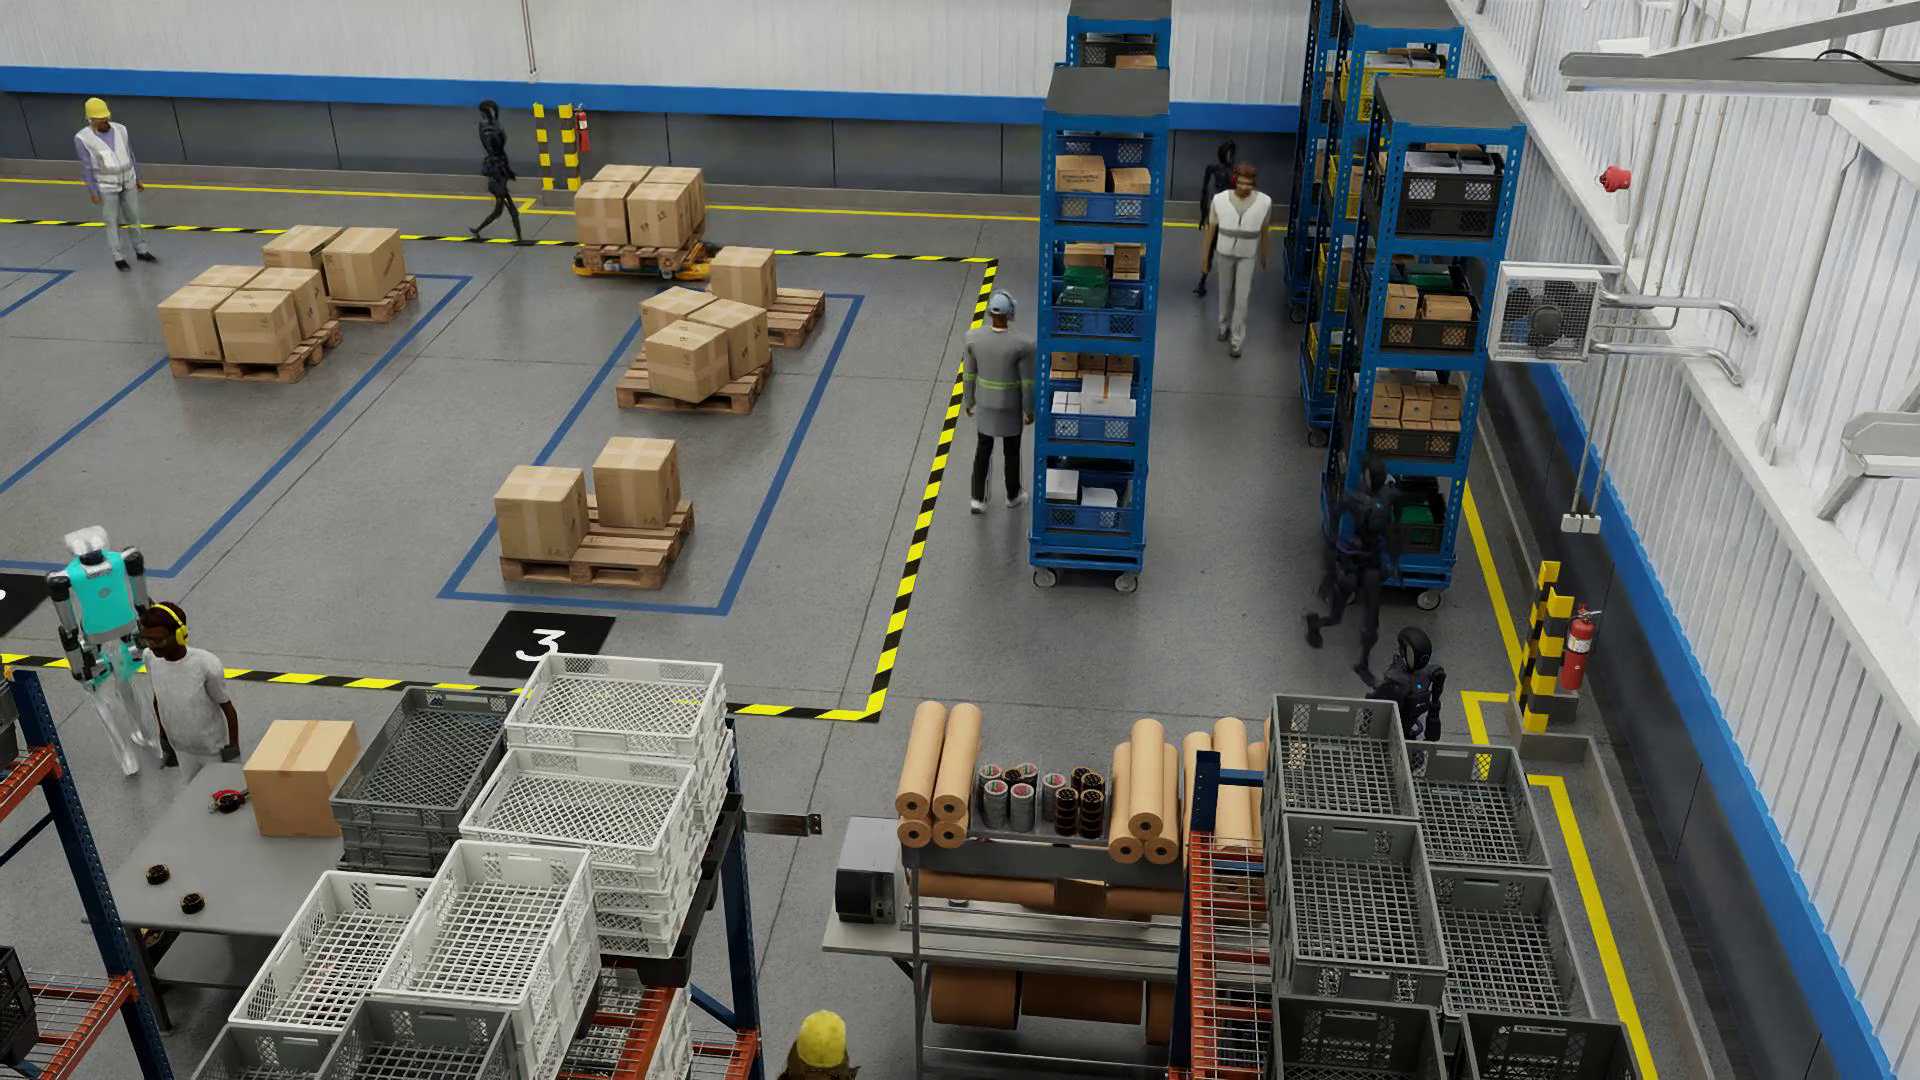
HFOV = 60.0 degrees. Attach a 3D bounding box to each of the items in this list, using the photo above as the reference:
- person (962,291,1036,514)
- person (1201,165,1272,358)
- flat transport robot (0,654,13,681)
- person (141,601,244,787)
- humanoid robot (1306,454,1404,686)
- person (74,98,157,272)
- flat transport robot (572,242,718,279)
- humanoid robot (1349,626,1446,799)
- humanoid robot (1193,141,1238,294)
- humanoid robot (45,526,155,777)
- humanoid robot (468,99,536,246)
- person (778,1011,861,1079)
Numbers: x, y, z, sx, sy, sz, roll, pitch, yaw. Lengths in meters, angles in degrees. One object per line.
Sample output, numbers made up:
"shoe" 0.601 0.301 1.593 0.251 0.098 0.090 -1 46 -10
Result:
"person" 0.303 -1.042 12.922 0.599 1.856 0.654 10 32 17
"person" 2.581 -2.625 15.657 0.603 1.792 0.931 6 31 10
"flat transport robot" -7.142 0.969 11.010 1.431 0.231 0.659 3 30 6
"person" -4.171 1.147 9.111 0.508 1.872 0.329 7 31 12
"humanoid robot" 2.644 0.133 11.073 0.612 1.636 0.684 -10 32 -16
"person" -8.936 -3.771 17.596 0.404 1.829 0.599 20 36 30
"flat transport robot" -3.378 -3.033 17.855 1.431 0.197 0.652 3 30 6
"humanoid robot" 2.411 1.185 9.222 0.599 1.657 0.315 -14 33 -22
"humanoid robot" 2.714 -3.288 16.979 0.615 1.618 0.783 20 36 31
"humanoid robot" -5.217 0.659 10.139 0.544 1.839 0.854 -26 39 -37
"humanoid robot" -5.110 -4.002 18.200 0.748 1.646 0.591 -2 30 -3
"person" -0.538 2.648 6.703 0.502 1.704 0.608 -10 32 -17
